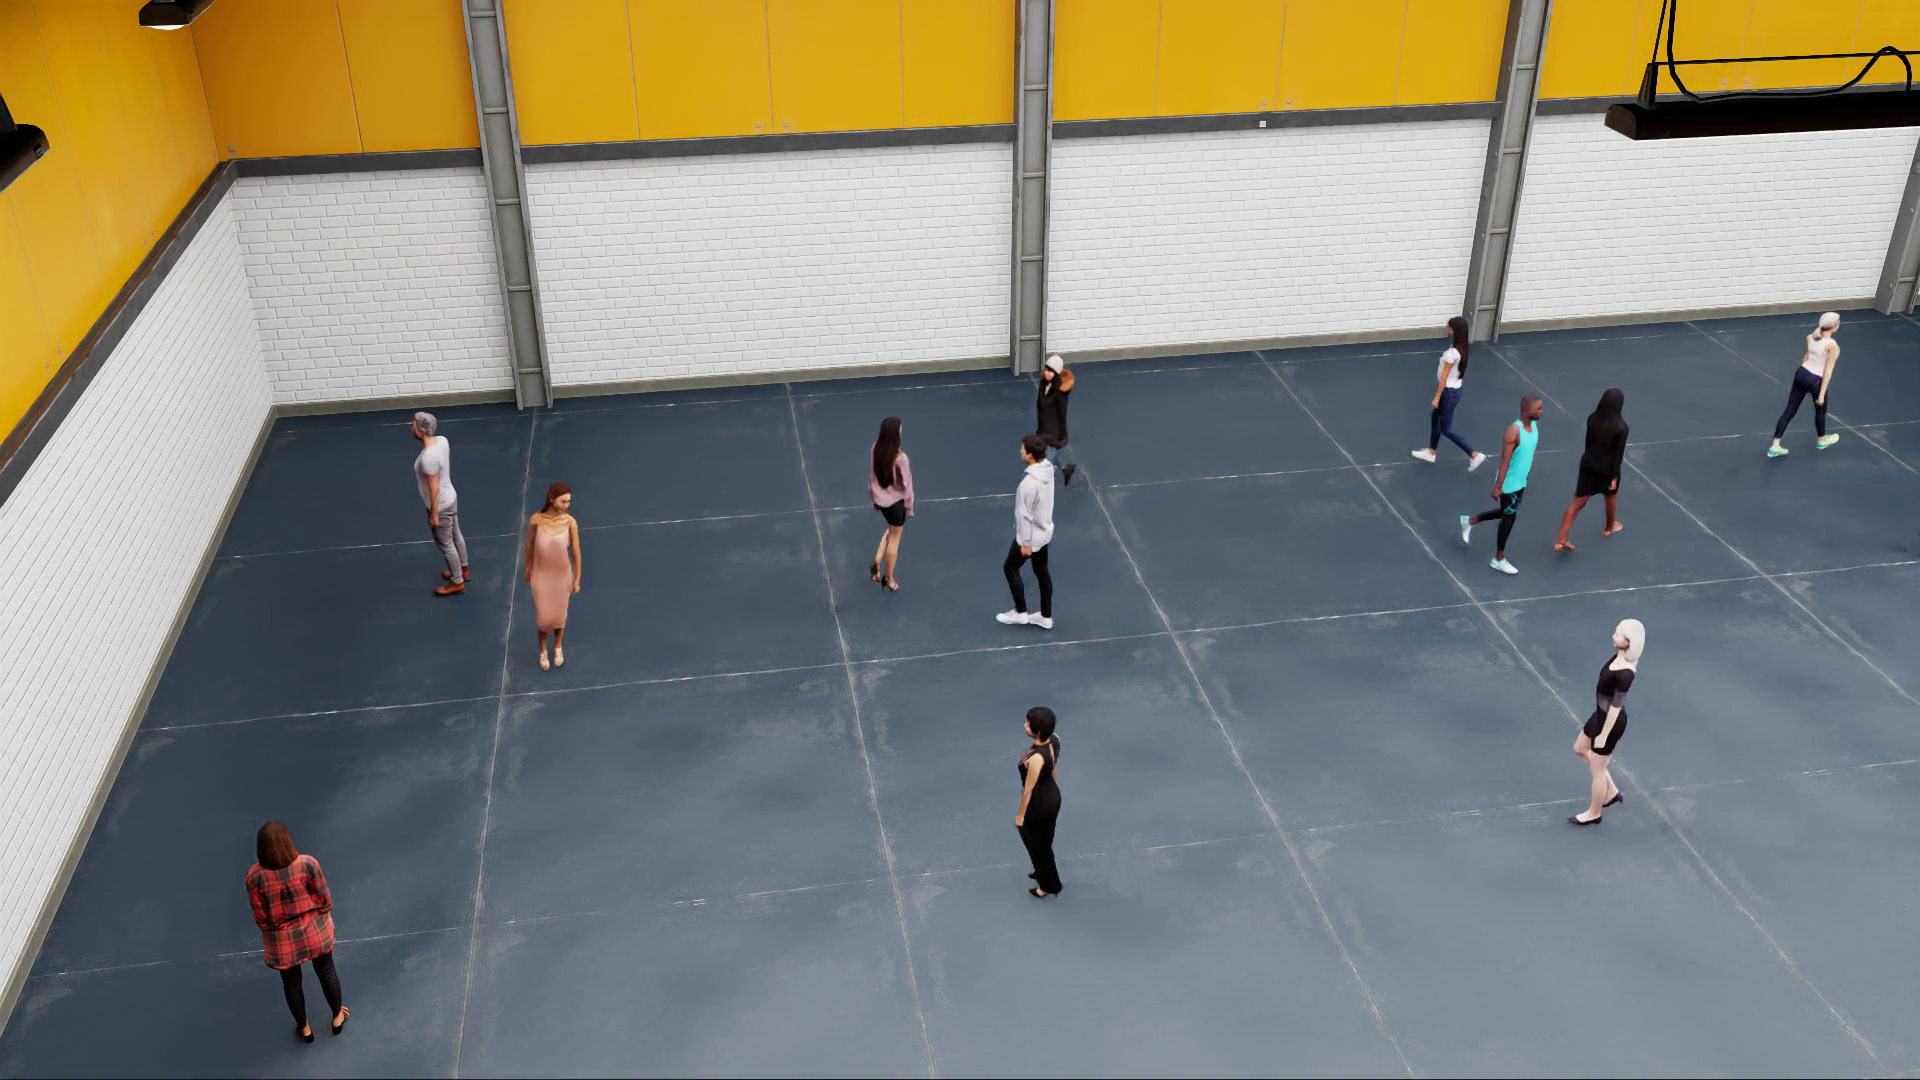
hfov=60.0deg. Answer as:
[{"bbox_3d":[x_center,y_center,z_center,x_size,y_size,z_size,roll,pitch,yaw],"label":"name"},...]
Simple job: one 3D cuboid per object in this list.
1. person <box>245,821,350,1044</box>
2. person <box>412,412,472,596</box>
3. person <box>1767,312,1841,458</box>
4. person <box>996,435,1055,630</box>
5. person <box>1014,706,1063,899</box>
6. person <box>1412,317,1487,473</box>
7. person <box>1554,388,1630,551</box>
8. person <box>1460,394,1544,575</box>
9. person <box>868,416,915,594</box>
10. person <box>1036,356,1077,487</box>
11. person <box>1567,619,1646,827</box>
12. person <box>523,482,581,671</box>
[{"bbox_3d":[-4.204,2.473,10.544,0.559,1.703,0.721,-11,31,-19],"label":"person"},{"bbox_3d":[-4.862,-0.353,15.594,0.582,1.827,0.721,-1,29,-2],"label":"person"},{"bbox_3d":[9.209,-1.657,18.165,1.183,1.653,0.771,-11,30,-19],"label":"person"},{"bbox_3d":[0.750,-0.035,14.923,0.931,1.911,0.883,13,31,22],"label":"person"},{"bbox_3d":[0.654,1.886,11.738,0.716,1.589,0.692,8,29,13],"label":"person"},{"bbox_3d":[5.324,-1.516,17.811,1.112,1.747,0.976,15,32,25],"label":"person"},{"bbox_3d":[6.179,-0.639,16.285,1.316,1.668,1.023,-19,34,-31],"label":"person"},{"bbox_3d":[5.251,-0.592,16.079,1.053,1.783,1.039,-21,35,-33],"label":"person"},{"bbox_3d":[-0.707,-0.287,15.498,0.815,1.804,0.764,-24,37,-36],"label":"person"},{"bbox_3d":[0.999,-1.155,17.279,0.971,1.622,0.838,-20,34,-32],"label":"person"},{"bbox_3d":[4.926,1.398,12.389,0.759,1.823,0.696,7,29,13],"label":"person"},{"bbox_3d":[-3.555,0.309,14.422,0.540,1.787,0.727,0,29,0],"label":"person"}]
